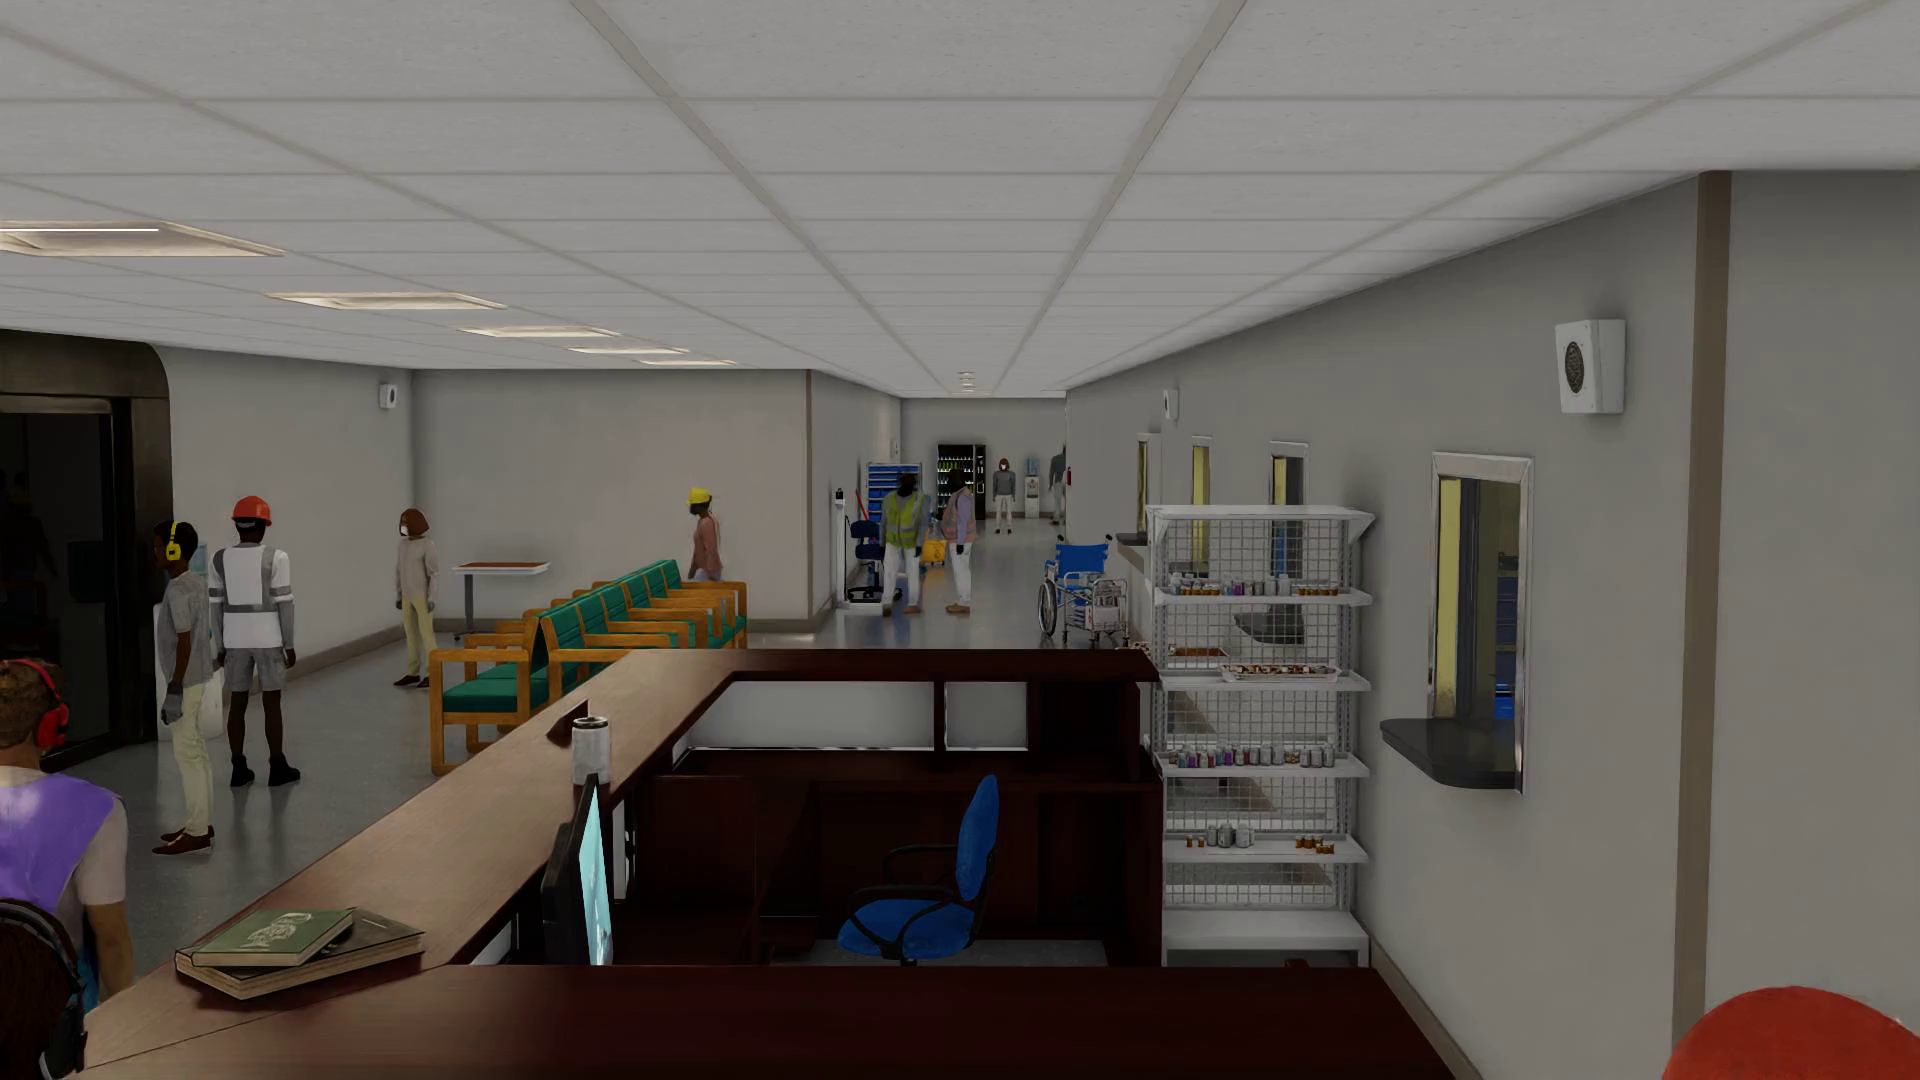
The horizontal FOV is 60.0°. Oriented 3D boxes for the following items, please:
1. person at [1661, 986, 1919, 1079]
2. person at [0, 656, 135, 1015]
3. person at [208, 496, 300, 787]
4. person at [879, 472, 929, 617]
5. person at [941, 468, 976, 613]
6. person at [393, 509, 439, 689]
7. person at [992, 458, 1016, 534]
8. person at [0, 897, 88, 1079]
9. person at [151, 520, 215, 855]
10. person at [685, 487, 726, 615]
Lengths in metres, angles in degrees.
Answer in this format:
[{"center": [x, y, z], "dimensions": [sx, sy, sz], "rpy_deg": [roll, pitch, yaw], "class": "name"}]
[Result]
[{"center": [0.625, 1.348, 1.319], "dimensions": [0.687, 1.956, 0.680], "rpy_deg": [3, 5, 36], "class": "person"}, {"center": [-2.348, 1.209, 4.111], "dimensions": [0.587, 1.834, 0.469], "rpy_deg": [0, 4, -5], "class": "person"}, {"center": [-4.677, 0.671, 11.043], "dimensions": [0.542, 1.930, 0.376], "rpy_deg": [0, 4, 0], "class": "person"}, {"center": [-0.721, 0.062, 20.602], "dimensions": [0.645, 1.786, 0.907], "rpy_deg": [1, 4, 13], "class": "person"}, {"center": [-0.022, 0.011, 21.013], "dimensions": [0.431, 1.836, 0.619], "rpy_deg": [-1, 4, -9], "class": "person"}, {"center": [-4.935, 0.528, 15.088], "dimensions": [0.507, 1.631, 0.266], "rpy_deg": [3, 5, 33], "class": "person"}, {"center": [0.946, -0.945, 35.754], "dimensions": [0.507, 1.633, 0.278], "rpy_deg": [0, 4, 5], "class": "person"}, {"center": [-1.190, 1.360, 2.058], "dimensions": [0.624, 1.838, 0.430], "rpy_deg": [-2, 5, -26], "class": "person"}, {"center": [-4.384, 0.821, 9.351], "dimensions": [0.329, 1.872, 0.508], "rpy_deg": [-1, 4, -15], "class": "person"}, {"center": [-2.720, 0.325, 17.217], "dimensions": [0.778, 1.734, 0.538], "rpy_deg": [0, 4, -6], "class": "person"}]
